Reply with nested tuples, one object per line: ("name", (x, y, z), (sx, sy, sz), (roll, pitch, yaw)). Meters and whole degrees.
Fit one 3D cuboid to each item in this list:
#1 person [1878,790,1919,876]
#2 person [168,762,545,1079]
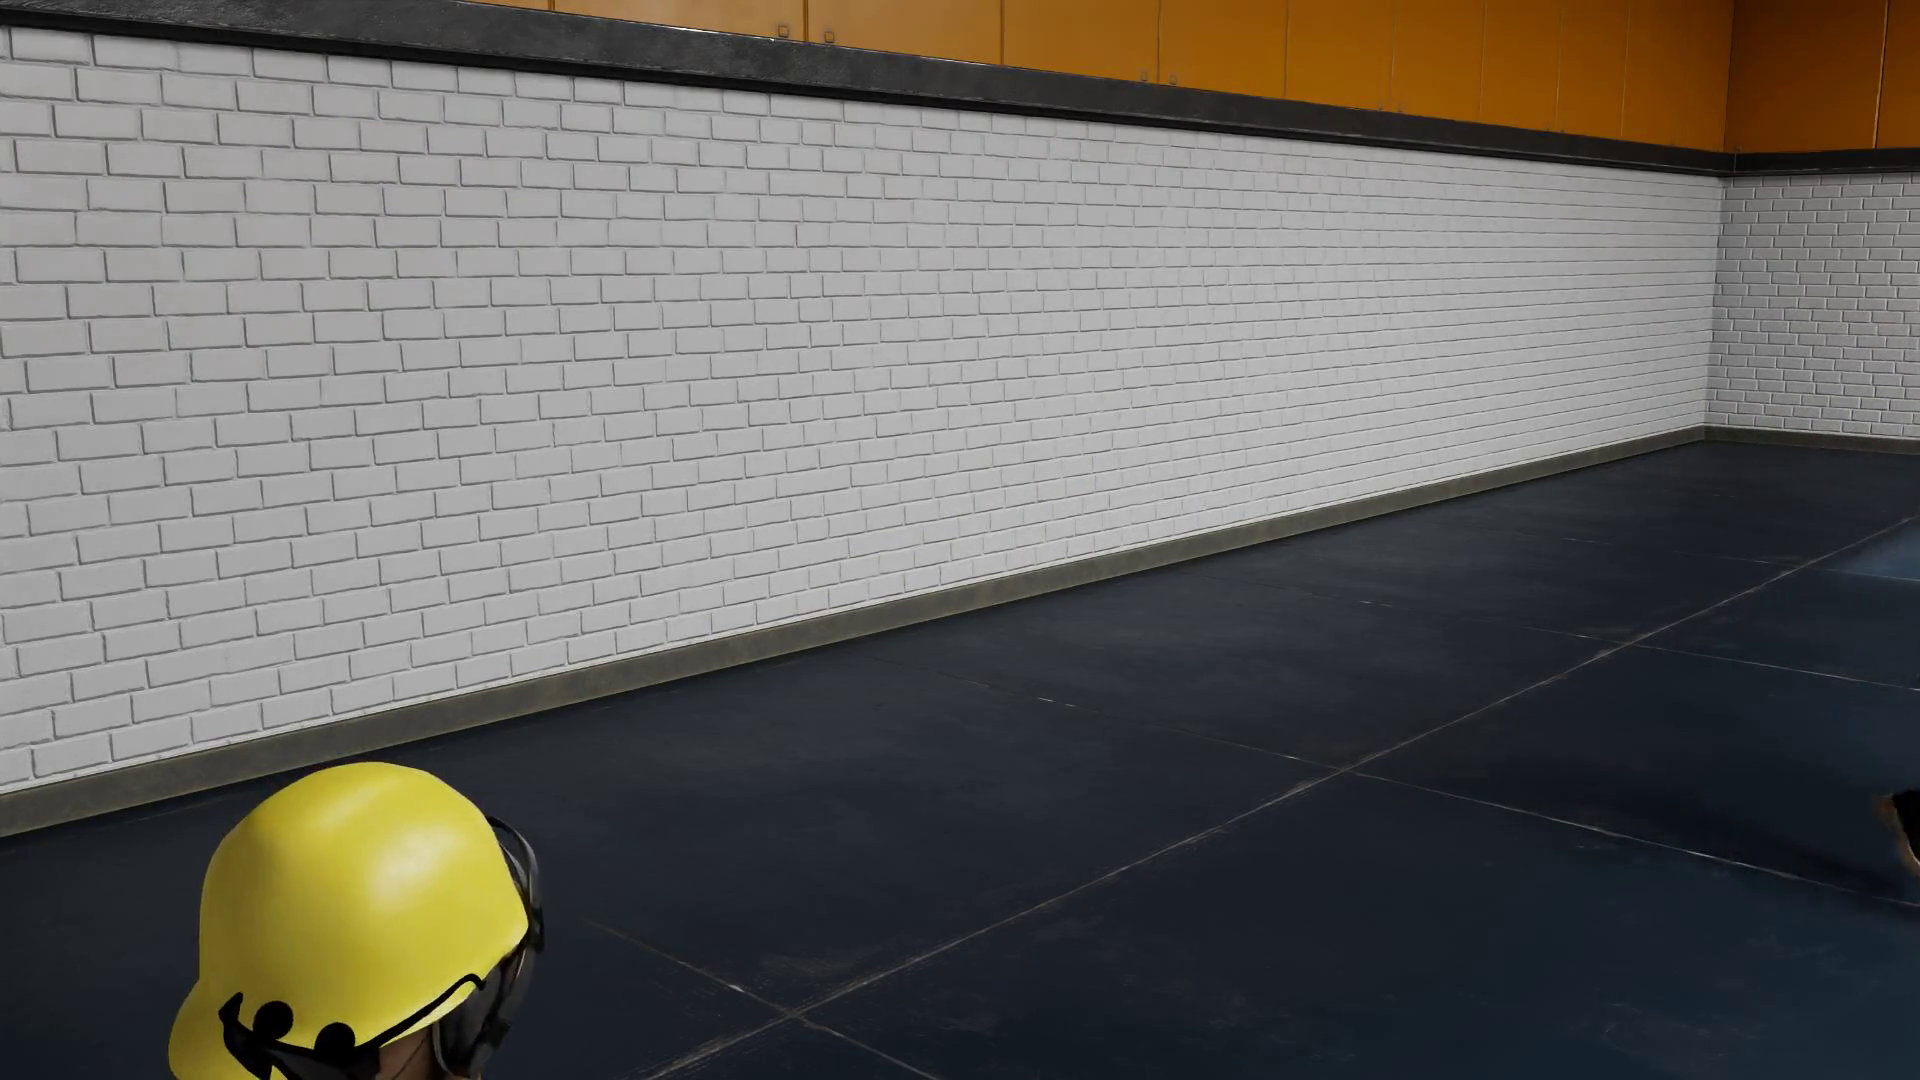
("person", (3.179, 0.274, 5.097), (0.617, 1.945, 0.606), (-6, 12, -30))
("person", (-0.434, 1.023, 1.365), (0.523, 1.760, 0.327), (2, 10, 13))
